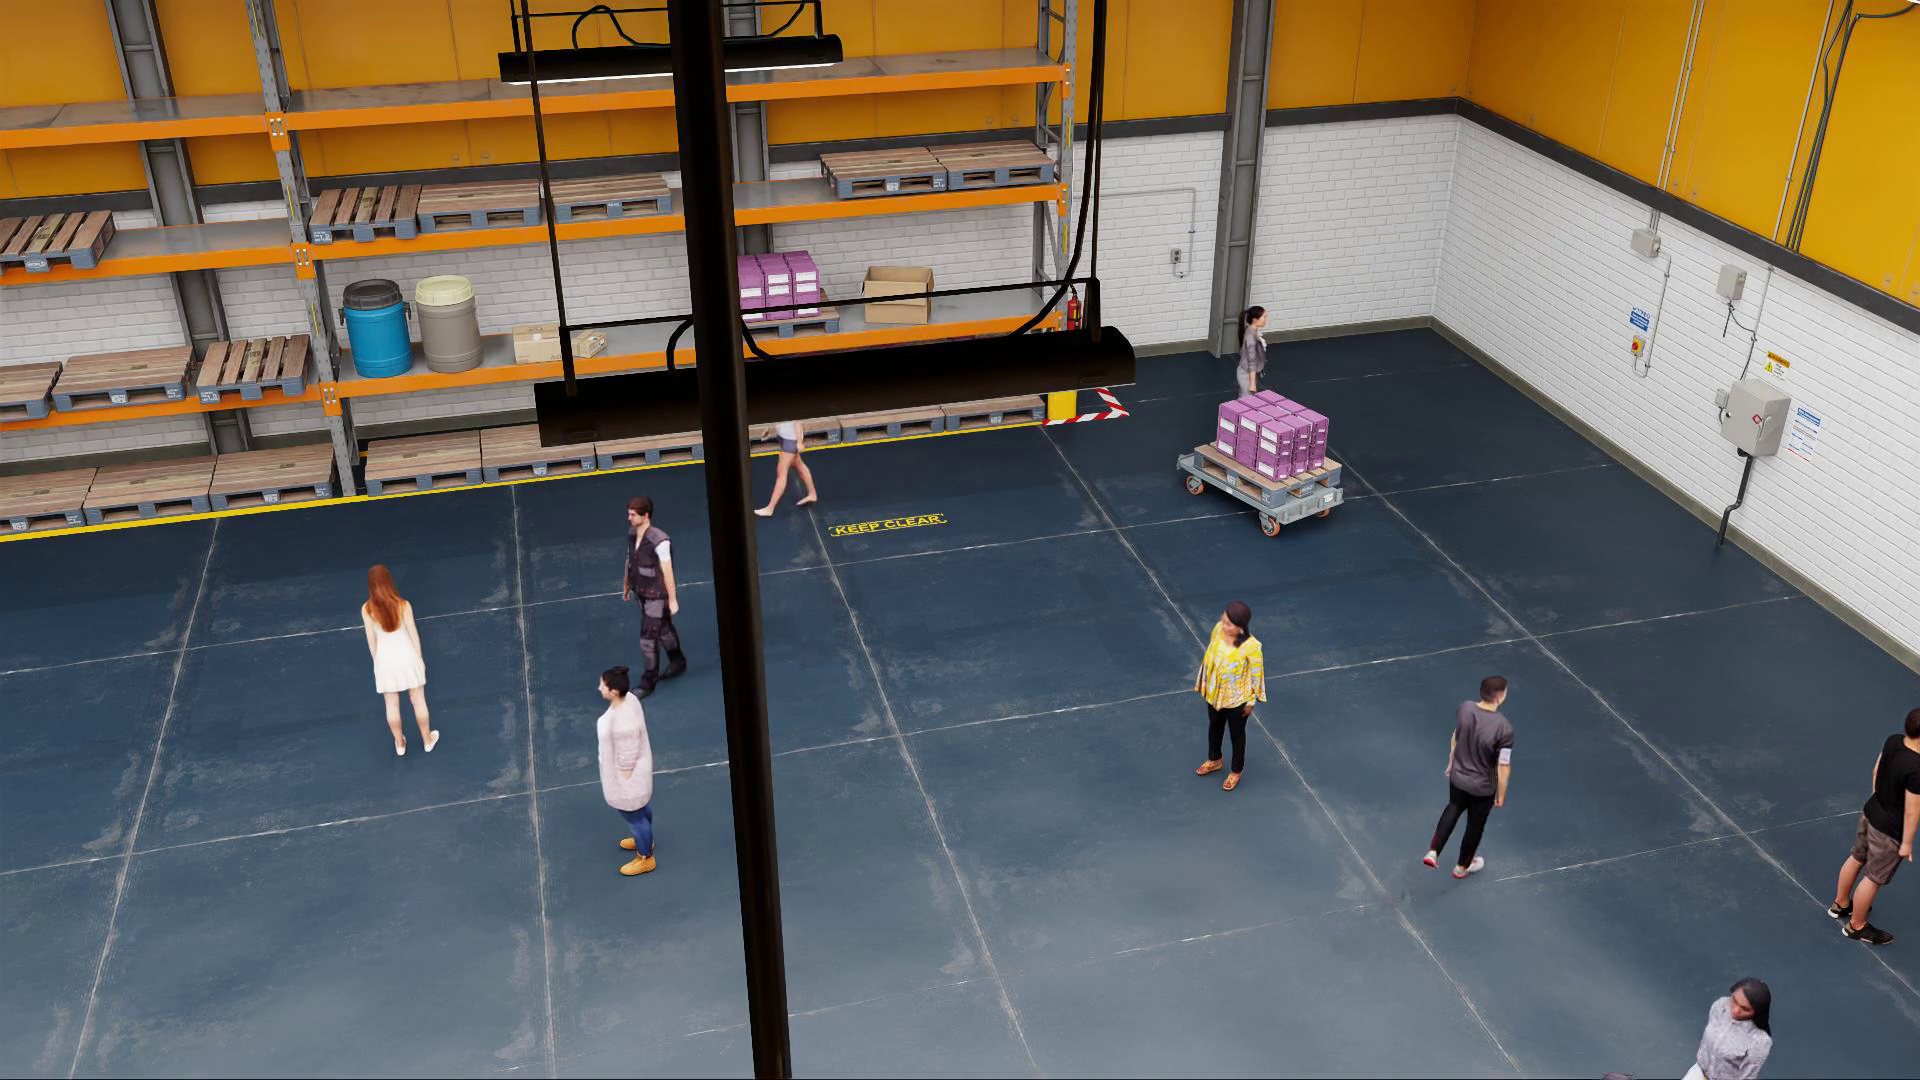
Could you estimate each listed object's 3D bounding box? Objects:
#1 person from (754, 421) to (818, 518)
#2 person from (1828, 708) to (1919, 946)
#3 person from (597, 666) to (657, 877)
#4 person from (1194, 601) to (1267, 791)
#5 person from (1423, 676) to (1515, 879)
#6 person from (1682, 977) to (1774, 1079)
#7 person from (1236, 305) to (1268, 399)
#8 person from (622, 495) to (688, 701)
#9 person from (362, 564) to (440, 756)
[{"bbox_3d":[-1.692,-1.077,17.205,1.087,1.686,0.810,-16,32,-27],"label":"person"},{"bbox_3d":[6.409,1.932,11.505,0.681,1.860,0.750,1,29,2],"label":"person"},{"bbox_3d":[-2.420,1.653,12.140,0.645,1.743,0.704,-4,29,-8],"label":"person"},{"bbox_3d":[2.124,1.201,13.061,0.903,1.654,0.856,-23,36,-36],"label":"person"},{"bbox_3d":[3.635,1.748,11.957,0.921,1.751,0.823,-21,35,-33],"label":"person"},{"bbox_3d":[4.368,3.150,9.448,0.804,1.693,0.619,-6,29,-11],"label":"person"},{"bbox_3d":[3.214,-1.822,18.576,0.685,1.680,0.688,1,29,3],"label":"person"},{"bbox_3d":[-2.562,0.424,14.308,1.064,1.825,0.943,-25,37,-38],"label":"person"},{"bbox_3d":[-4.547,0.967,13.433,0.495,1.709,0.634,-4,29,-8],"label":"person"}]
